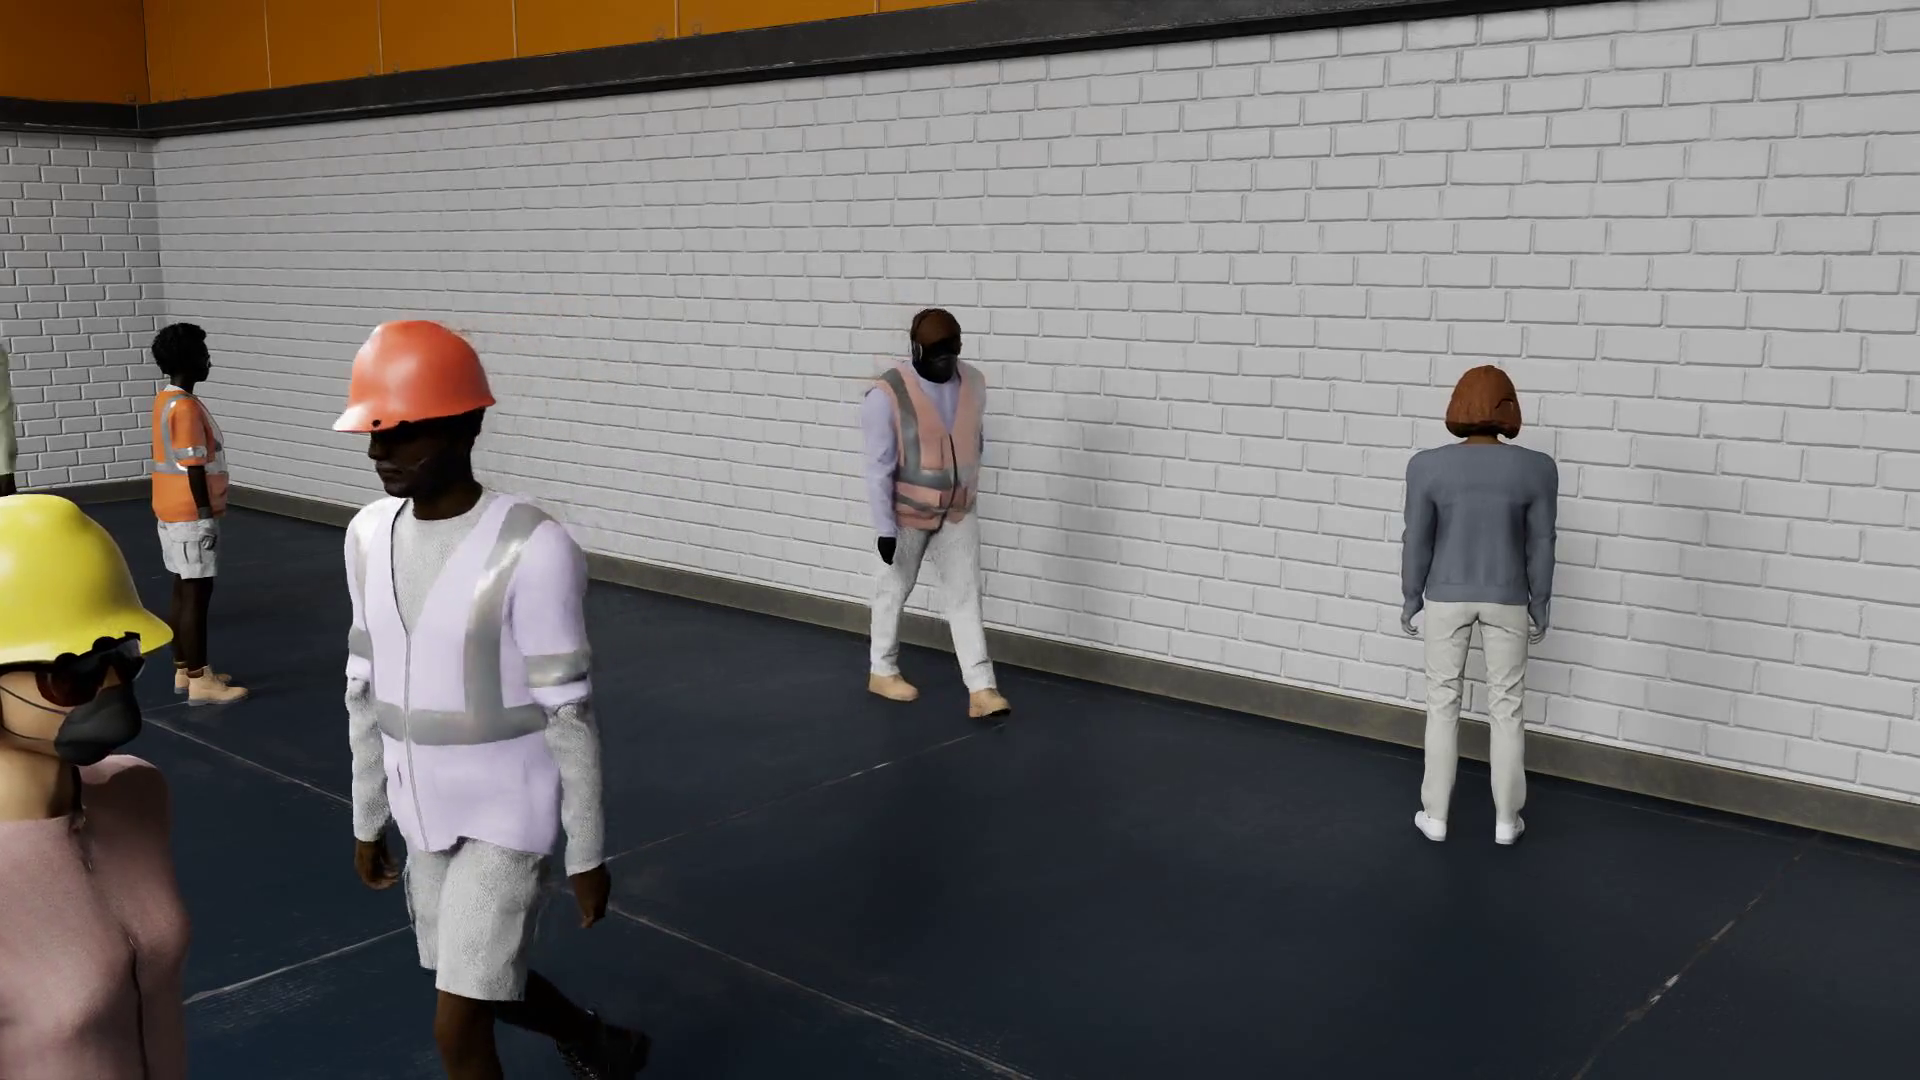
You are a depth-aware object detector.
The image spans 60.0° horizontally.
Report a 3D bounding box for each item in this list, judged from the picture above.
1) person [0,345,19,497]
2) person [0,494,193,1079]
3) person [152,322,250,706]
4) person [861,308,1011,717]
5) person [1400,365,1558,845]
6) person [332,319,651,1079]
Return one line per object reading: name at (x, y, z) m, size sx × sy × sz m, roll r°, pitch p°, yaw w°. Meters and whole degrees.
person at (-4.904, -0.374, 8.109) m, size 0.625 × 1.971 × 0.748 m, roll 1°, pitch 10°, yaw 5°
person at (-0.990, 0.824, 1.869) m, size 0.328 × 1.769 × 0.526 m, roll 1°, pitch 10°, yaw 4°
person at (-3.415, -0.115, 7.413) m, size 0.316 × 1.696 × 0.541 m, roll -7°, pitch 12°, yaw -34°
person at (-0.119, -0.108, 7.184) m, size 0.657 × 1.770 × 0.955 m, roll -6°, pitch 12°, yaw -32°
person at (1.749, 0.225, 5.658) m, size 0.501 × 1.631 × 0.286 m, roll 2°, pitch 10°, yaw 14°
person at (-0.914, 0.508, 3.310) m, size 0.576 × 1.905 × 0.853 m, roll 5°, pitch 11°, yaw 28°
